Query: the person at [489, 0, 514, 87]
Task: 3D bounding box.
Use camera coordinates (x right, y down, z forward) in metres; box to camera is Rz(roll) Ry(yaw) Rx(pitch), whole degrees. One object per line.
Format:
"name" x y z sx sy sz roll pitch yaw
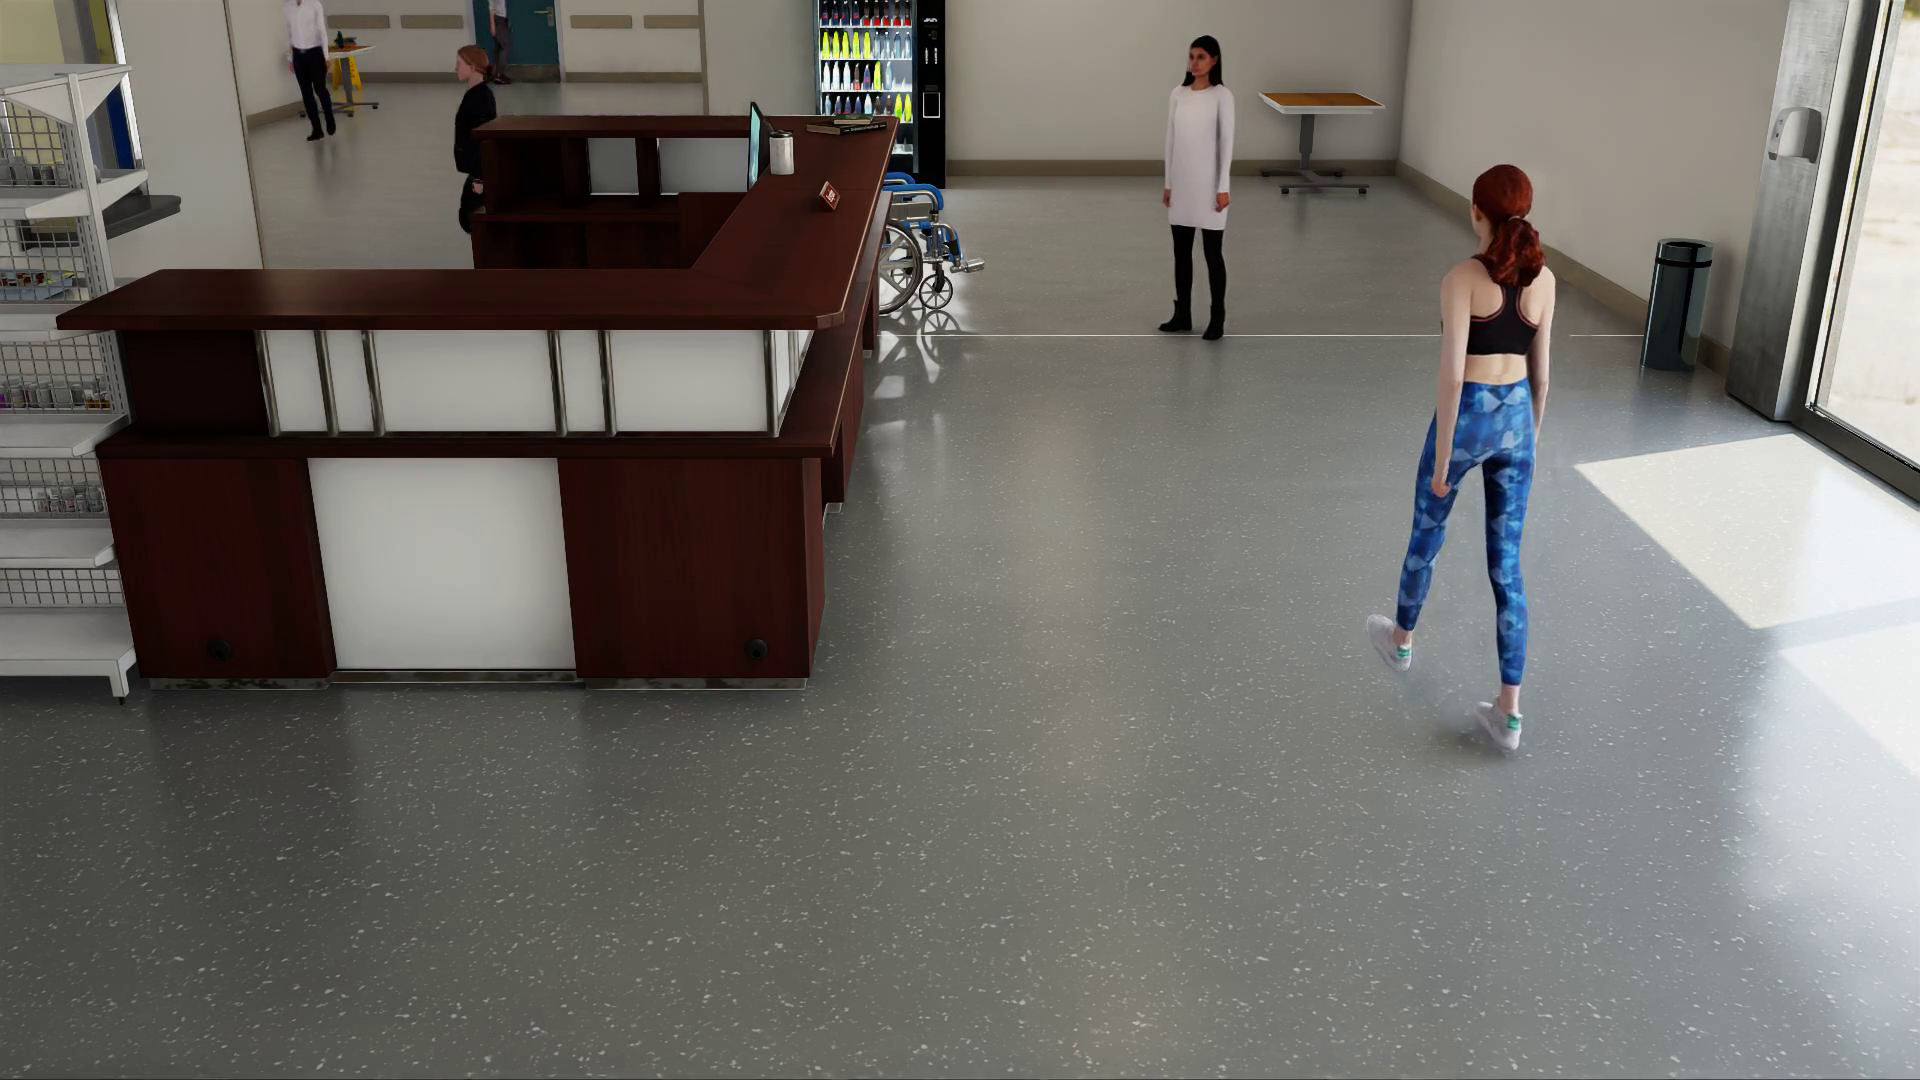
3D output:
"person" -6.979 -7.664 24.814 0.575 1.725 0.587 0 21 1

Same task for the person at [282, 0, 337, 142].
"person" -7.405 -5.536 19.011 0.658 1.856 0.687 1 21 2

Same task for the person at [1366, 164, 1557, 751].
"person" 1.640 -0.219 5.140 1.081 1.737 0.802 -5 21 -12

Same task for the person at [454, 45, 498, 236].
"person" -3.033 -2.373 10.908 0.690 1.679 0.699 -5 21 -13

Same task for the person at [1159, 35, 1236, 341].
"person" 1.458 -2.114 10.053 0.676 1.801 0.755 16 26 37
